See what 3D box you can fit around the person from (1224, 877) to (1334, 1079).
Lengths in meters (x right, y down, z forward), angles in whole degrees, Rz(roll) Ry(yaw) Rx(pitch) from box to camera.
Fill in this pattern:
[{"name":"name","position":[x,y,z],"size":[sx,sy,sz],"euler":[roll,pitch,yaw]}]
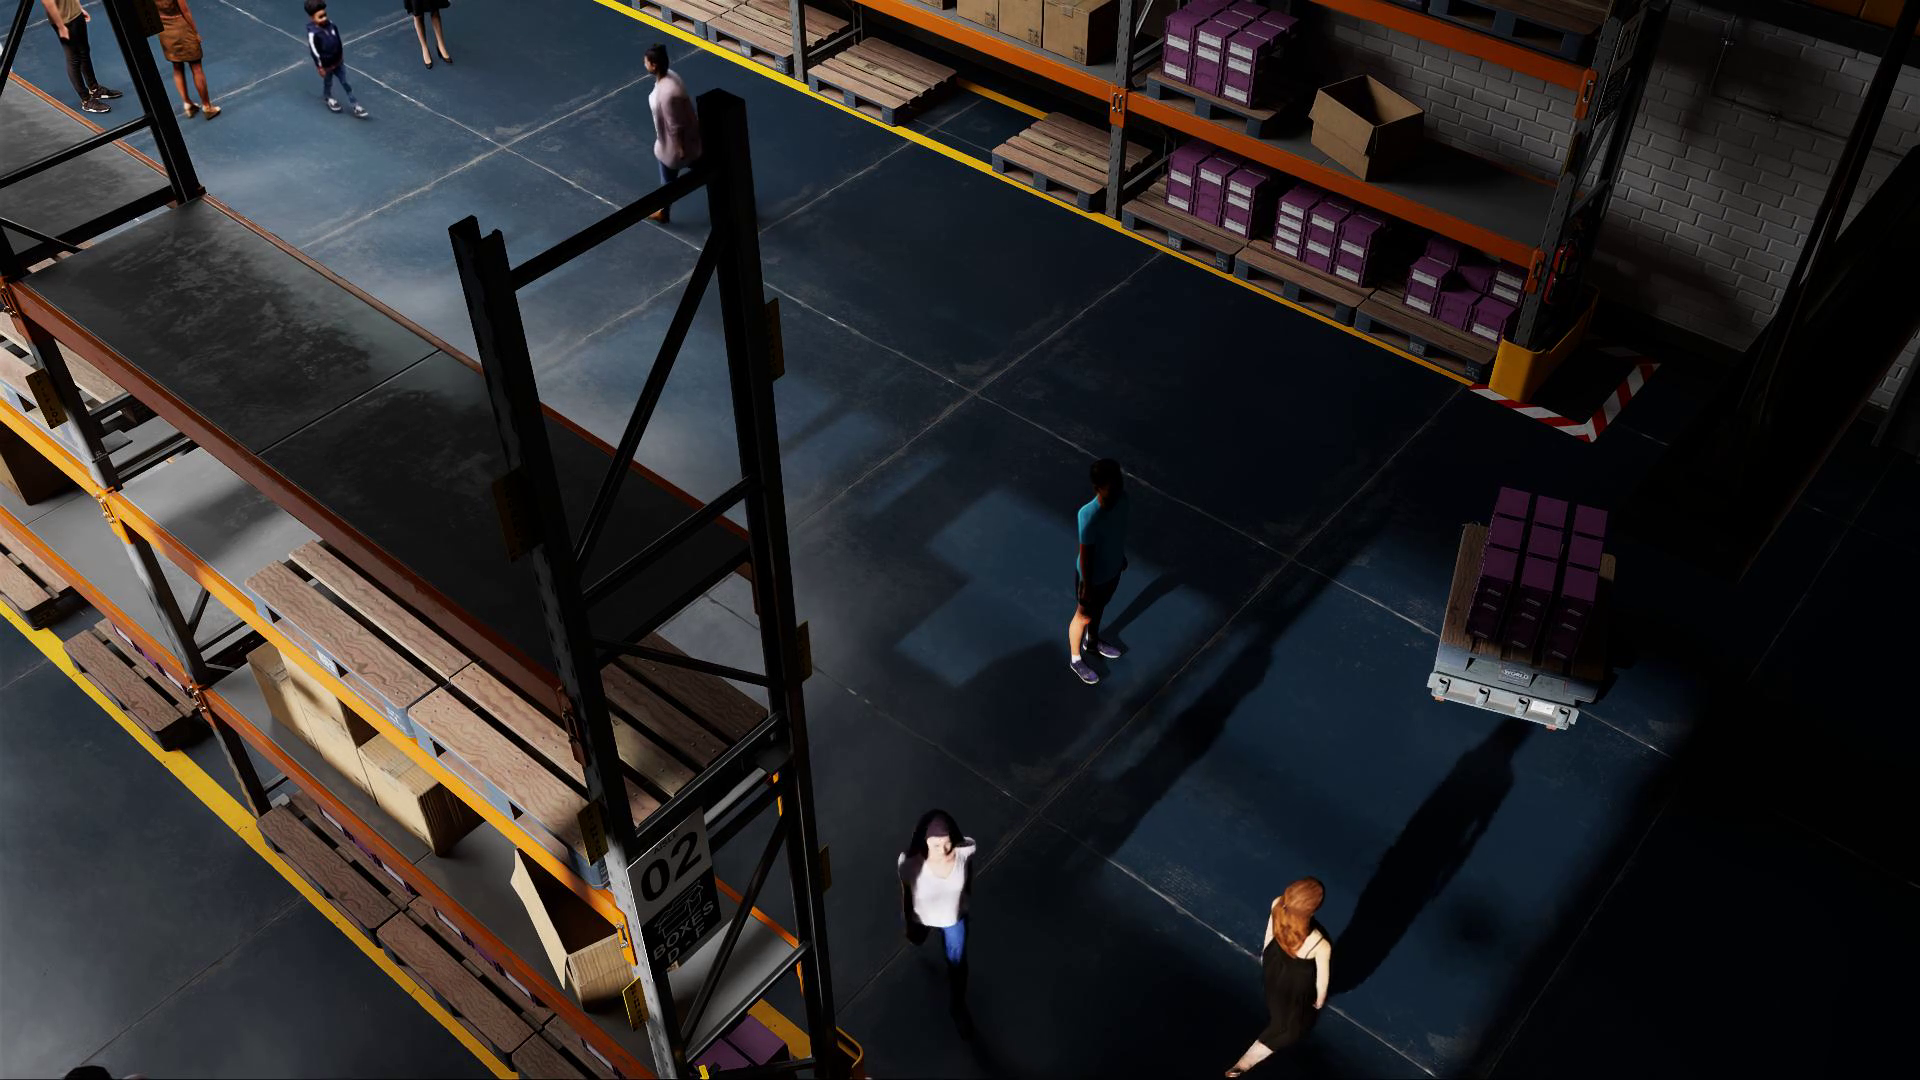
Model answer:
[{"name":"person","position":[1.657,2.308,8.680],"size":[0.787,1.603,0.947],"euler":[-26,50,-25]}]

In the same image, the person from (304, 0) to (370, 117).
[{"name":"person","position":[-6.253,-4.757,16.392],"size":[0.823,1.194,0.557],"euler":[27,50,25]}]

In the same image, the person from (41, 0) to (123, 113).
[{"name":"person","position":[-8.774,-5.137,16.314],"size":[0.780,1.852,0.747],"euler":[1,44,1]}]

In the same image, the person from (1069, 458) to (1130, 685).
[{"name":"person","position":[0.893,0.175,10.793],"size":[0.527,1.777,0.622],"euler":[27,50,26]}]

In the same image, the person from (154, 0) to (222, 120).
[{"name":"person","position":[-7.626,-4.926,16.215],"size":[0.591,1.683,0.698],"euler":[8,44,8]}]

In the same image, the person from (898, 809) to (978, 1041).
[{"name":"person","position":[-0.173,1.948,9.025],"size":[0.998,1.648,1.176],"euler":[-11,45,-12]}]

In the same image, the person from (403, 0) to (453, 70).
[{"name":"person","position":[-5.504,-5.690,16.972],"size":[0.671,1.746,0.661],"euler":[-24,49,-23]}]

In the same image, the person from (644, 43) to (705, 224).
[{"name":"person","position":[-2.404,-3.604,14.813],"size":[1.220,1.704,1.145],"euler":[-5,44,-5]}]
